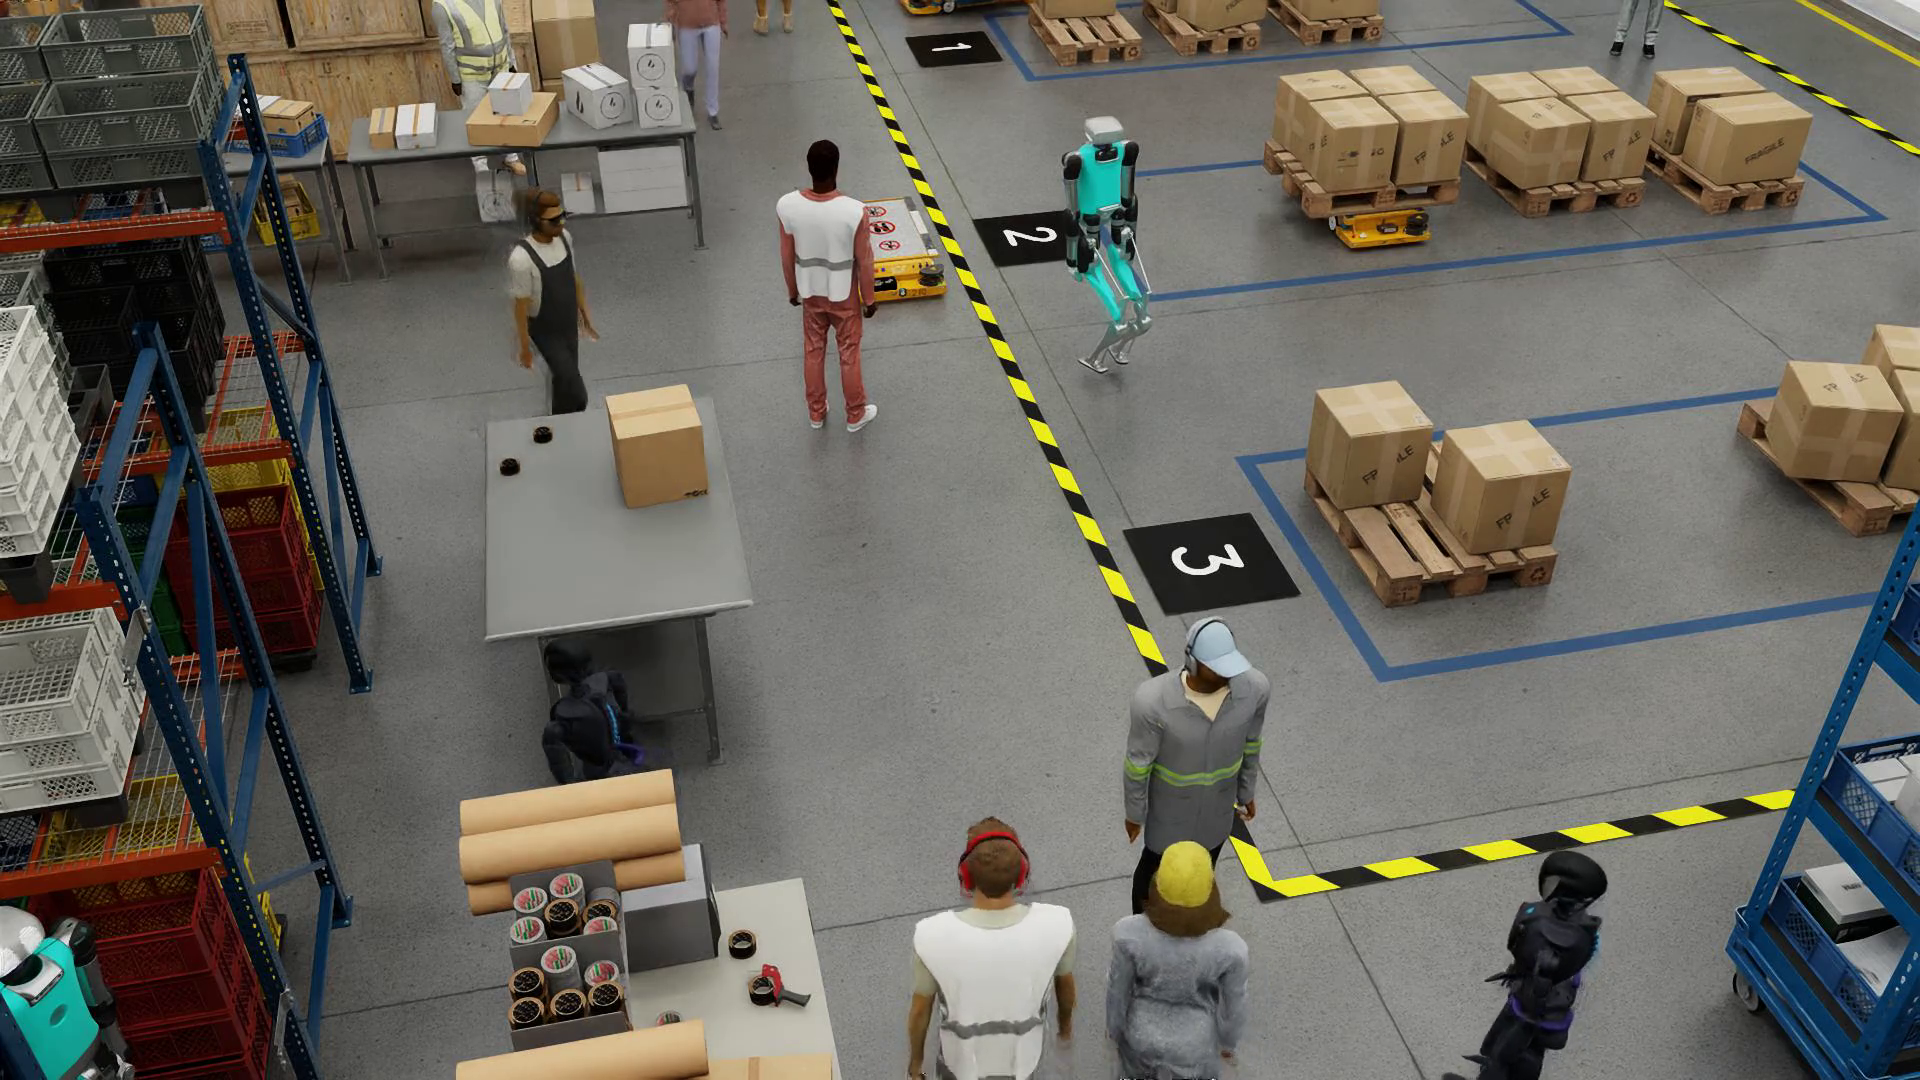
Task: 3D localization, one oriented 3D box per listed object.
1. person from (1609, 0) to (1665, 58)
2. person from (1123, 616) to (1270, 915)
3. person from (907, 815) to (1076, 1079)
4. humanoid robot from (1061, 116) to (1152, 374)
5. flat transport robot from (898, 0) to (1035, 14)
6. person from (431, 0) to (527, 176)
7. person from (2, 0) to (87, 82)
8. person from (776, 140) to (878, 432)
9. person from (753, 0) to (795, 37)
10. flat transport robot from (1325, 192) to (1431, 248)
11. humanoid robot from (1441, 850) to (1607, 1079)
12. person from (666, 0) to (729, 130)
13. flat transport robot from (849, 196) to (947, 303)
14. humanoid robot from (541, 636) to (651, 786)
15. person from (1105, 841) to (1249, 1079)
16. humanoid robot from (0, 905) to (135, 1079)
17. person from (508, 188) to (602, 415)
[{"bbox_3d":[6.515,-5.444,15.556,0.593,1.837,0.404,10,38,13],"label":"person"},{"bbox_3d":[0.949,1.058,6.805,0.596,1.852,0.364,-9,38,-12],"label":"person"},{"bbox_3d":[0.112,1.764,5.894,0.602,1.810,0.497,-2,37,-3],"label":"person"},{"bbox_3d":[1.002,-1.818,10.655,0.533,1.677,0.735,-17,40,-22],"label":"humanoid robot"},{"bbox_3d":[0.076,-5.707,17.201,1.431,0.197,0.652,-12,38,-16],"label":"flat transport robot"},{"bbox_3d":[-3.811,-3.752,13.276,0.429,1.846,0.624,28,45,32],"label":"person"},{"bbox_3d":[-7.412,-4.041,13.642,0.566,1.892,0.578,-15,39,-19],"label":"person"},{"bbox_3d":[-0.803,-1.530,10.233,0.589,1.915,0.393,9,38,11],"label":"person"},{"bbox_3d":[-1.870,-5.901,16.000,0.612,2.040,0.388,-10,38,-13],"label":"person"},{"bbox_3d":[3.134,-2.740,13.213,0.652,0.197,1.431,-8,37,-10],"label":"flat transport robot"},{"bbox_3d":[2.074,1.741,6.043,0.449,1.657,0.603,16,39,20],"label":"humanoid robot"},{"bbox_3d":[-2.250,-4.430,14.266,0.525,1.751,0.509,-12,38,-16],"label":"person"},{"bbox_3d":[-0.570,-2.220,12.538,0.659,0.231,1.431,-8,37,-10],"label":"flat transport robot"},{"bbox_3d":[-1.487,1.073,6.970,0.778,1.618,0.608,14,39,18],"label":"humanoid robot"},{"bbox_3d":[0.759,1.746,5.981,0.487,1.749,0.328,8,37,11],"label":"person"},{"bbox_3d":[-3.224,1.847,5.728,0.735,1.677,0.533,12,38,15],"label":"humanoid robot"},{"bbox_3d":[-2.341,-1.214,9.869,0.553,1.832,0.520,14,39,18],"label":"person"}]
